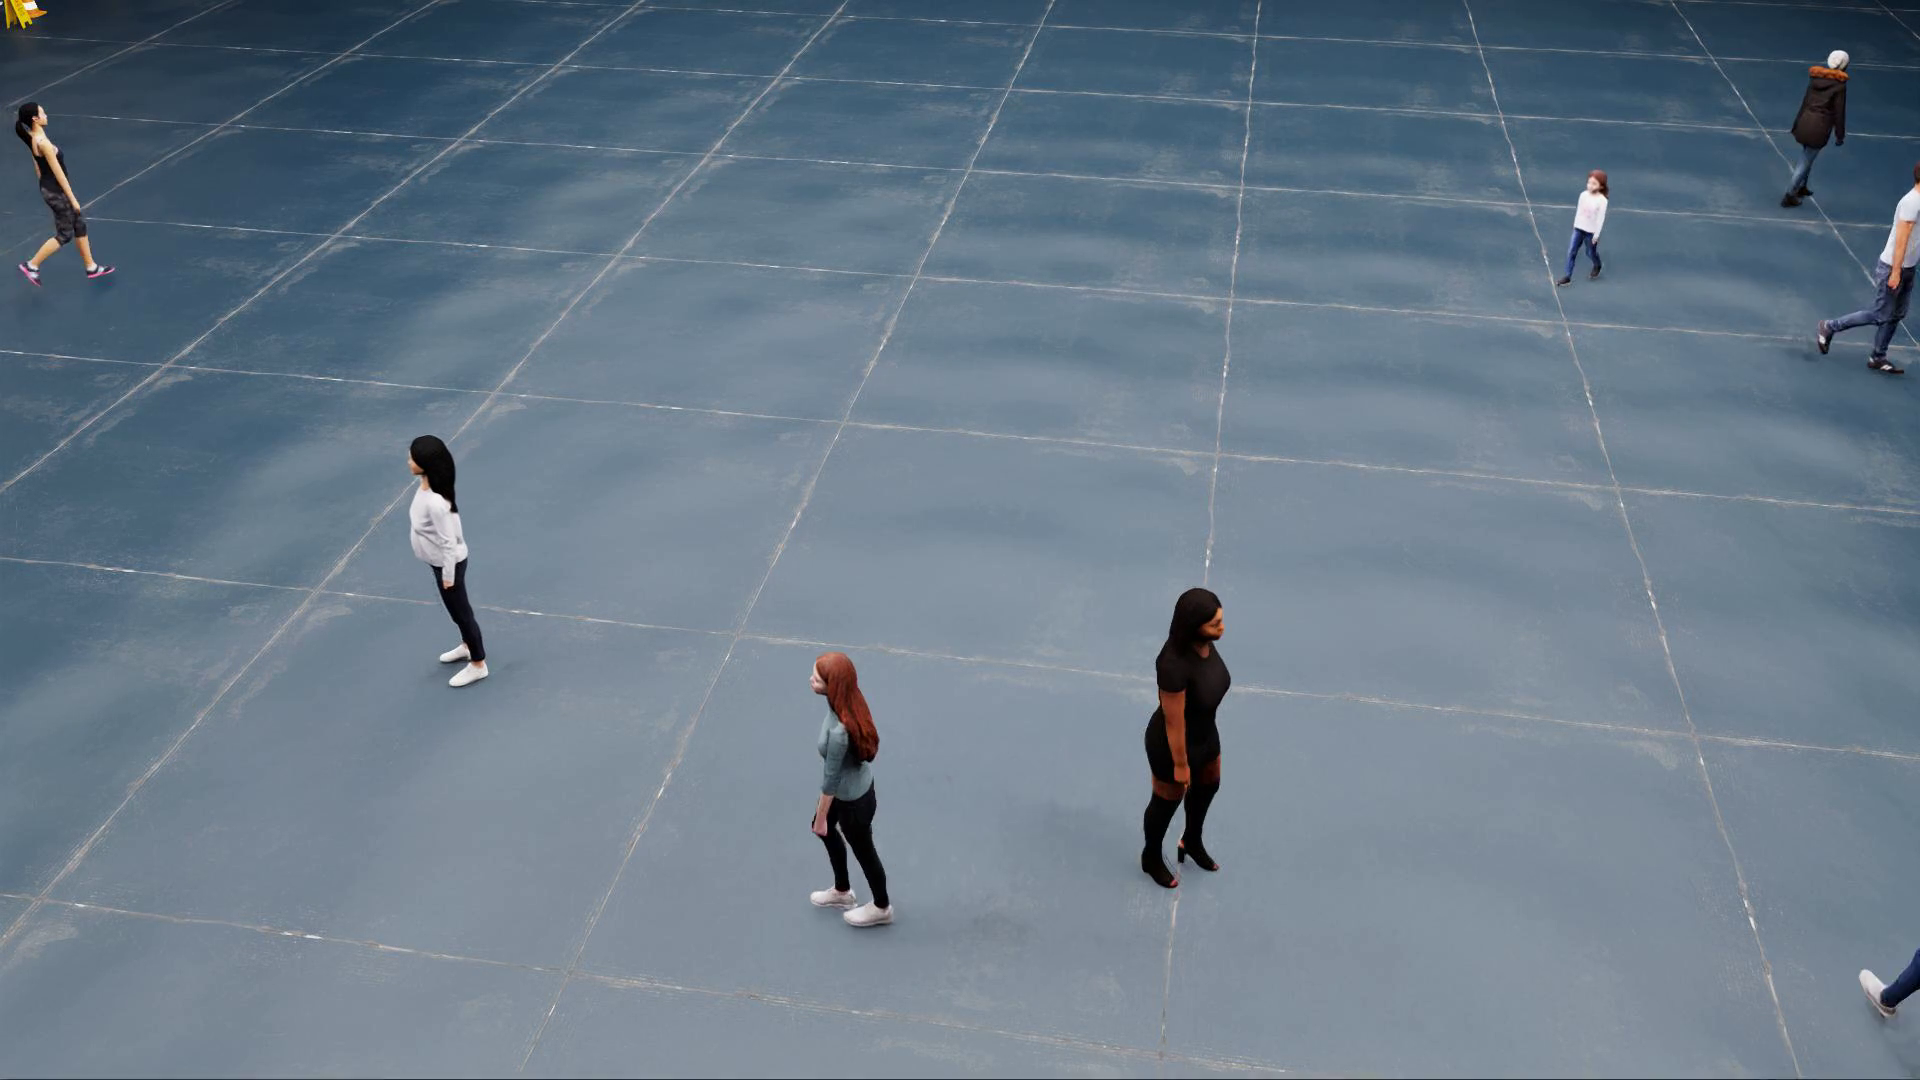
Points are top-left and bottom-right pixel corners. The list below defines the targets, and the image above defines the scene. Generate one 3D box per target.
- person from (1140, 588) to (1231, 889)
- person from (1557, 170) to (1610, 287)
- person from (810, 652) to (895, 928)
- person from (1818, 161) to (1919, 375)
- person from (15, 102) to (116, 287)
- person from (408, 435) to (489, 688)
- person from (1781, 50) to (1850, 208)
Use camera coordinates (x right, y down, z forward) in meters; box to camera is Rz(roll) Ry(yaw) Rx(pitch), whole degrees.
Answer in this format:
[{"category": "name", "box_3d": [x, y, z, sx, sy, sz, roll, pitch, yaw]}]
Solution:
[{"category": "person", "box_3d": [1.088, 1.022, 8.589, 0.746, 1.848, 0.752, 19, 37, 27]}, {"category": "person", "box_3d": [5.899, -2.922, 15.548, 0.794, 1.093, 0.756, -23, 39, -32]}, {"category": "person", "box_3d": [-0.463, 1.281, 8.293, 0.688, 1.725, 0.622, 3, 32, 5]}, {"category": "person", "box_3d": [7.693, -2.281, 13.822, 1.088, 1.851, 0.945, 25, 40, 33]}, {"category": "person", "box_3d": [-8.402, -3.134, 15.314, 1.038, 1.702, 1.021, -25, 40, -34]}, {"category": "person", "box_3d": [-3.128, 0.112, 10.169, 0.723, 1.700, 0.702, -13, 35, -20]}, {"category": "person", "box_3d": [8.731, -4.210, 17.094, 0.895, 1.622, 0.829, -12, 34, -18]}]
